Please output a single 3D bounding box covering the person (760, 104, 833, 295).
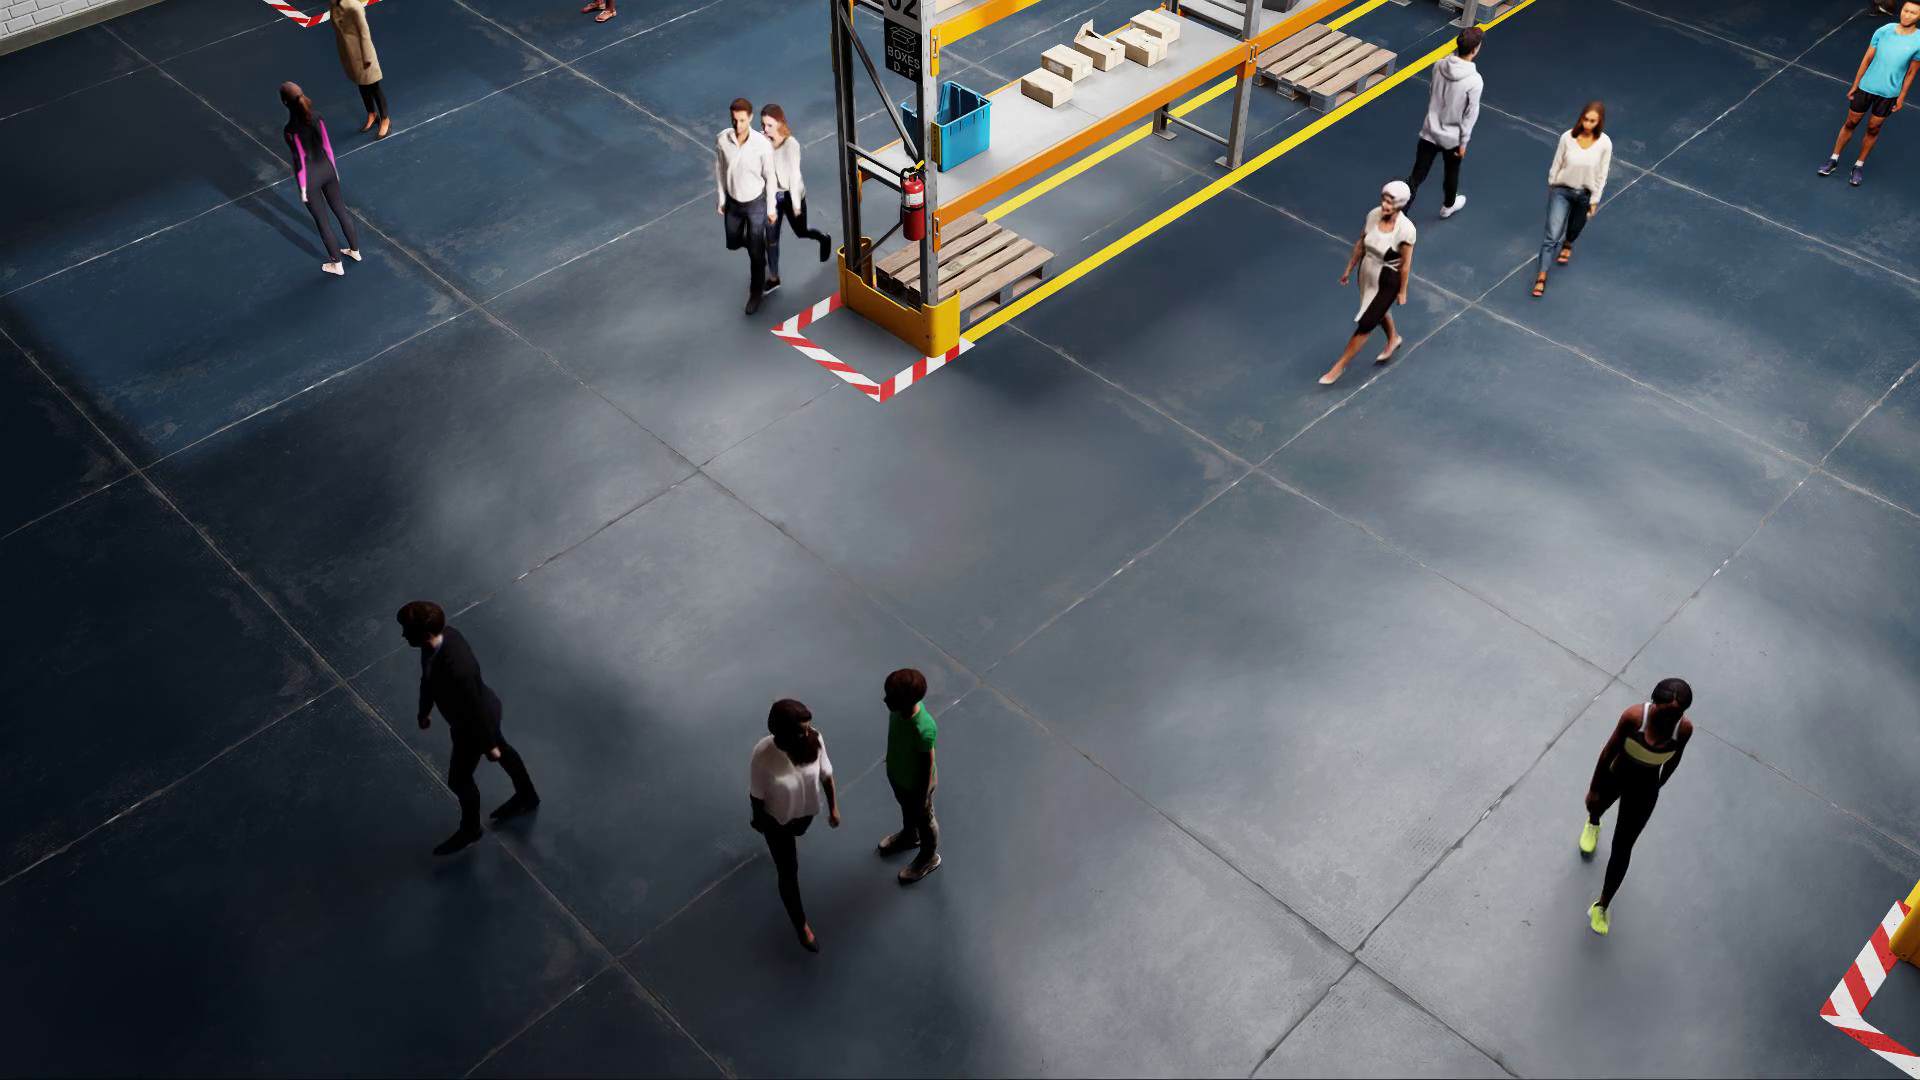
[{"bbox_3d":[-1.407,-2.877,13.825,0.753,1.672,1.114,23,48,22],"label":"person"}]

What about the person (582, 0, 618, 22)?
[{"bbox_3d":[-3.872,-6.314,17.398,0.540,1.721,0.633,-29,51,-27],"label":"person"}]

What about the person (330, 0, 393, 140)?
[{"bbox_3d":[-5.647,-4.579,15.604,0.646,1.682,0.538,31,51,28],"label":"person"}]

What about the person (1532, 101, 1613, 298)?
[{"bbox_3d":[5.150,-2.907,13.876,0.861,1.645,1.135,17,46,17],"label":"person"}]

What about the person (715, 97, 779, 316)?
[{"bbox_3d":[-1.728,-2.795,13.605,0.935,1.857,1.067,11,45,11],"label":"person"}]

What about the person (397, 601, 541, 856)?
[{"bbox_3d":[-2.738,1.002,9.617,1.028,1.860,0.885,-20,47,-20],"label":"person"}]

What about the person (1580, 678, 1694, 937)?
[{"bbox_3d":[3.763,1.312,9.406,0.873,1.702,1.208,16,46,16],"label":"person"}]

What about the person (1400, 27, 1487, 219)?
[{"bbox_3d":[4.084,-3.454,14.276,0.691,1.886,1.193,35,53,31],"label":"person"}]

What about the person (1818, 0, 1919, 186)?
[{"bbox_3d":[8.295,-4.075,15.007,0.644,1.777,0.561,27,50,26],"label":"person"}]

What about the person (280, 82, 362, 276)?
[{"bbox_3d":[-5.385,-3.038,13.937,0.680,1.752,0.587,21,47,21],"label":"person"}]

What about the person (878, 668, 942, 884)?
[{"bbox_3d":[-0.268,1.308,9.448,0.618,1.651,0.649,-20,47,-20],"label":"person"}]

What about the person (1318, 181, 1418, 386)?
[{"bbox_3d":[3.309,-2.006,12.888,1.168,1.703,0.836,-22,48,-22],"label":"person"}]

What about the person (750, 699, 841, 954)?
[{"bbox_3d":[-0.974,1.435,9.245,1.070,1.747,0.787,-24,49,-23],"label":"person"}]
